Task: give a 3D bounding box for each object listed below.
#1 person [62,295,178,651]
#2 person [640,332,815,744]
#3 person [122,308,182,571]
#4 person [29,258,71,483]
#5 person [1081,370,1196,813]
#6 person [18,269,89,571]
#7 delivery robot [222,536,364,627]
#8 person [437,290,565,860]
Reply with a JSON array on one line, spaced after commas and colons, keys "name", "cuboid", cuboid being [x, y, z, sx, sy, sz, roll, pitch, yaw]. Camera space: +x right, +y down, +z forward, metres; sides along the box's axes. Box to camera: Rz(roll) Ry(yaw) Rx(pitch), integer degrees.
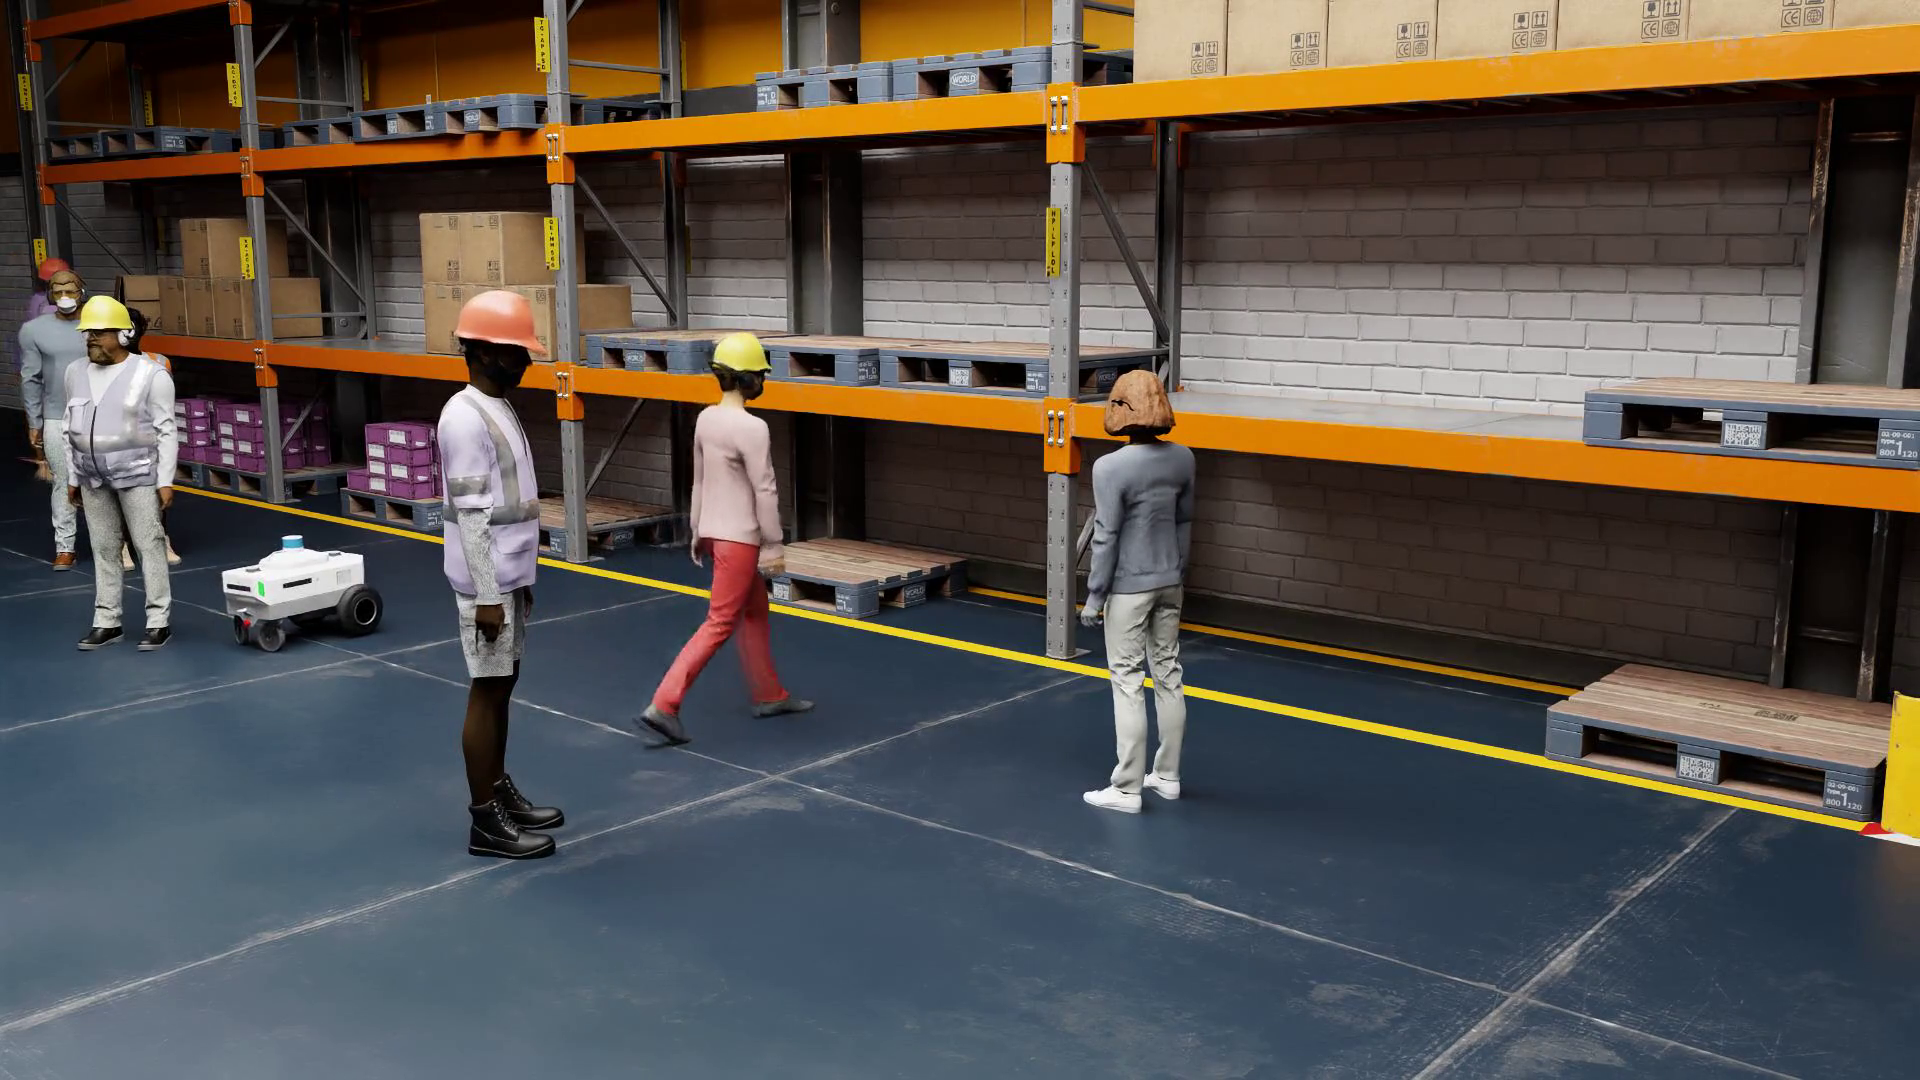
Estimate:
[{"name": "person", "cuboid": [-4.337, -0.334, 8.571, 0.587, 1.835, 0.404, 1, 10, 6]}, {"name": "person", "cuboid": [-1.006, -0.013, 7.060, 0.877, 1.732, 0.537, -7, 12, -35]}, {"name": "person", "cuboid": [-5.332, -0.654, 10.781, 0.313, 1.696, 0.541, 8, 13, 39]}, {"name": "person", "cuboid": [-8.071, -1.495, 14.784, 0.383, 1.994, 0.819, -9, 13, -40]}, {"name": "person", "cuboid": [0.658, 0.191, 6.151, 0.498, 1.634, 0.281, -8, 13, -39]}, {"name": "person", "cuboid": [-5.700, -0.771, 10.762, 0.631, 1.939, 0.369, -5, 11, -26]}, {"name": "delivery robot", "cuboid": [-3.513, 0.220, 8.787, 0.477, 0.478, 0.707, 5, 11, 29]}, {"name": "person", "cuboid": [-1.573, 0.118, 5.715, 0.362, 1.934, 0.543, -1, 10, -5]}]
